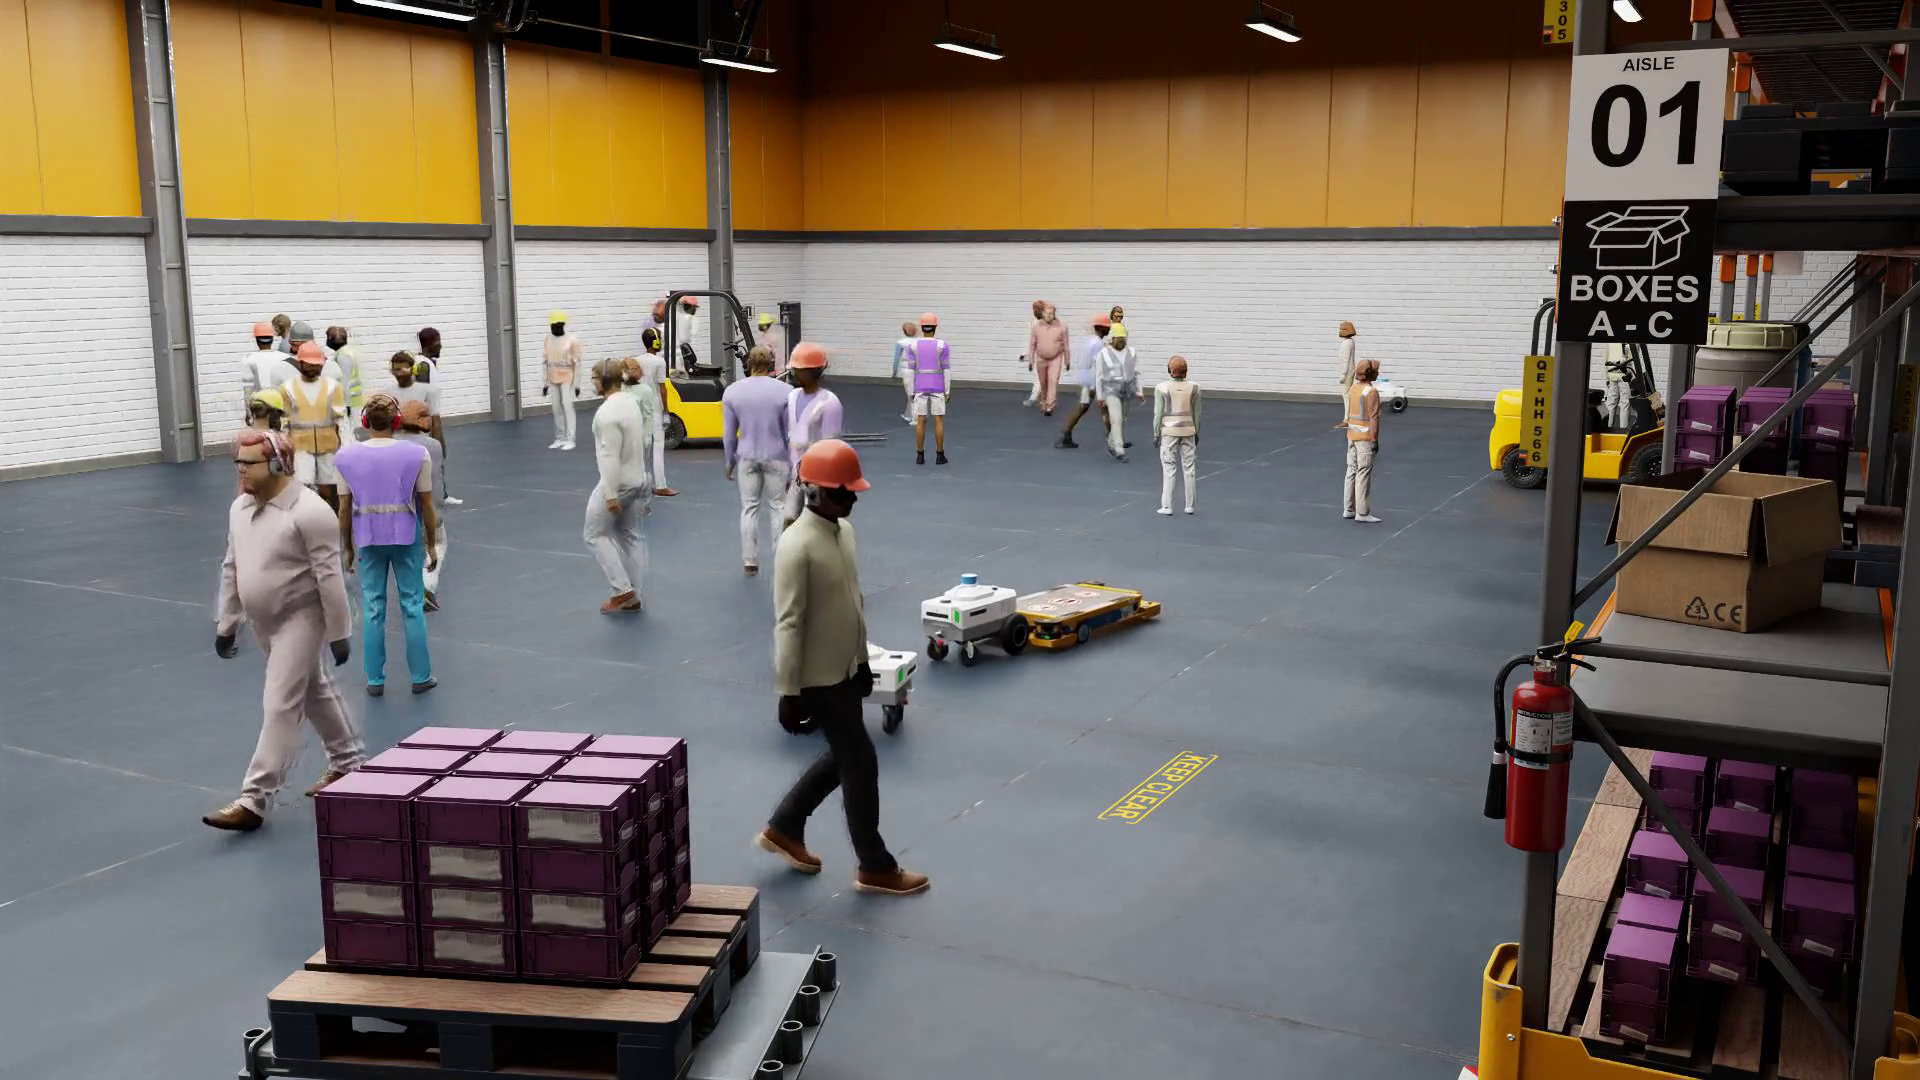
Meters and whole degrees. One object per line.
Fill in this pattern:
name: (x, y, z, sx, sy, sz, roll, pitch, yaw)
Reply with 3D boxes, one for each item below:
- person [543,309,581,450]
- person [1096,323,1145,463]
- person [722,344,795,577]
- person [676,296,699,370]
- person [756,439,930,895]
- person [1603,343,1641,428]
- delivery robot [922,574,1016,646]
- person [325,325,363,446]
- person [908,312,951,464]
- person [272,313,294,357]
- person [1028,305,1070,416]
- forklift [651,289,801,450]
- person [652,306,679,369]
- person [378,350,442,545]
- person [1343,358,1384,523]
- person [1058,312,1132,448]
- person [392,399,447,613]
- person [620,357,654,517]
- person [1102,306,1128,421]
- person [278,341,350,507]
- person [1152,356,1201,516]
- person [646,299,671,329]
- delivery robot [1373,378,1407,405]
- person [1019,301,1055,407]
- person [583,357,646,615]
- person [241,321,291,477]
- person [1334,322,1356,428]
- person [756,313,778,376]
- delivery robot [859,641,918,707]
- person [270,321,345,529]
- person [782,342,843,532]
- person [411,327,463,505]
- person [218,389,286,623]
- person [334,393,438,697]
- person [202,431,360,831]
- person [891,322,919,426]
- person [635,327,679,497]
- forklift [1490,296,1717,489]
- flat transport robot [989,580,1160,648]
person: (-5.479, -2.199, 22.800, 0.595, 1.925, 0.382, 5, 11, 27)
person: (2.050, -1.925, 21.618, 0.591, 1.799, 0.908, -4, 10, -20)
person: (-1.640, -0.655, 13.818, 0.635, 1.937, 0.354, 0, 10, 1)
person: (-4.657, -3.142, 28.158, 0.628, 1.985, 1.092, 7, 12, 35)
person: (-0.526, 0.534, 6.958, 0.782, 1.935, 0.664, 3, 10, 15)
person: (9.507, -2.331, 23.828, 0.404, 1.830, 0.602, -5, 11, -26)
delivery robot: (0.061, 0.468, 11.044, 0.477, 0.478, 0.707, 7, 12, 36)
person: (-7.354, -1.641, 19.845, 0.439, 1.827, 0.649, -4, 10, -21)
person: (-0.386, -1.922, 21.158, 0.544, 1.938, 0.355, 1, 10, 6)
person: (-8.560, -1.941, 21.340, 0.417, 1.921, 0.648, -2, 10, -13)
person: (1.480, -3.005, 27.738, 0.664, 1.846, 1.089, 3, 10, 15)
forklift: (-3.358, -2.392, 23.136, 2.313, 2.155, 1.214, -1, 10, -5)
person: (-4.700, -2.826, 26.674, 0.352, 1.854, 0.667, 3, 10, 17)
person: (-4.891, -0.779, 14.815, 0.566, 1.850, 0.568, 0, 10, 1)
person: (4.042, -0.998, 16.669, 0.311, 1.638, 0.523, -2, 10, -14)
person: (1.839, -2.181, 22.840, 1.022, 1.895, 0.551, -2, 10, -9)
person: (-4.026, -0.243, 12.369, 0.495, 1.614, 0.357, 2, 10, 10)
person: (-3.350, -1.052, 16.997, 0.498, 1.633, 0.282, 5, 11, 25)
person: (2.480, -2.824, 26.664, 0.504, 1.840, 0.345, -5, 11, -25)
person: (-5.709, -0.803, 14.756, 0.566, 1.907, 0.651, -5, 11, -26)
person: (2.225, -1.065, 17.051, 0.514, 1.642, 0.314, -2, 10, -11)
person: (-5.161, -3.243, 28.935, 0.655, 1.890, 0.469, 6, 12, 33)
delivery robot: (7.221, -2.501, 28.237, 0.707, 0.478, 0.477, 3, 10, 17)
person: (1.343, -3.245, 29.056, 0.891, 1.843, 0.614, -6, 12, -33)
person: (-2.551, -0.386, 12.313, 0.437, 1.922, 0.629, 2, 10, 12)
person: (-7.685, -1.464, 18.514, 0.551, 1.933, 0.378, -7, 12, -34)
person: (5.949, -2.542, 25.624, 0.281, 1.634, 0.498, 4, 11, 23)
person: (-3.002, -2.702, 26.193, 0.528, 1.751, 0.545, -7, 12, -36)
delivery robot: (-0.606, 0.747, 9.433, 0.707, 0.478, 0.477, 2, 10, 14)
person: (-6.300, -1.087, 16.024, 0.683, 2.000, 0.538, -8, 13, -40)
person: (-1.084, -0.485, 12.572, 0.576, 2.031, 0.636, -8, 12, -37)
person: (-5.587, -1.288, 17.565, 0.515, 1.907, 0.656, -2, 10, -13)
person: (-5.075, -0.252, 12.200, 0.554, 1.689, 0.975, 5, 11, 27)
person: (-3.461, 0.038, 10.075, 0.565, 1.846, 0.390, -2, 10, -12)
person: (-3.267, 0.407, 7.924, 0.667, 1.848, 1.002, 6, 12, 33)
person: (-0.825, -2.604, 26.096, 0.514, 1.597, 0.828, -7, 12, -35)
person: (-3.395, -1.410, 18.393, 0.519, 1.870, 0.335, 7, 12, 37)
forklift: (7.296, -1.677, 18.993, 2.313, 2.155, 1.214, 5, 11, 27)
flat transport robot: (0.788, 0.514, 11.870, 0.652, 0.197, 1.431, 7, 12, 36)
